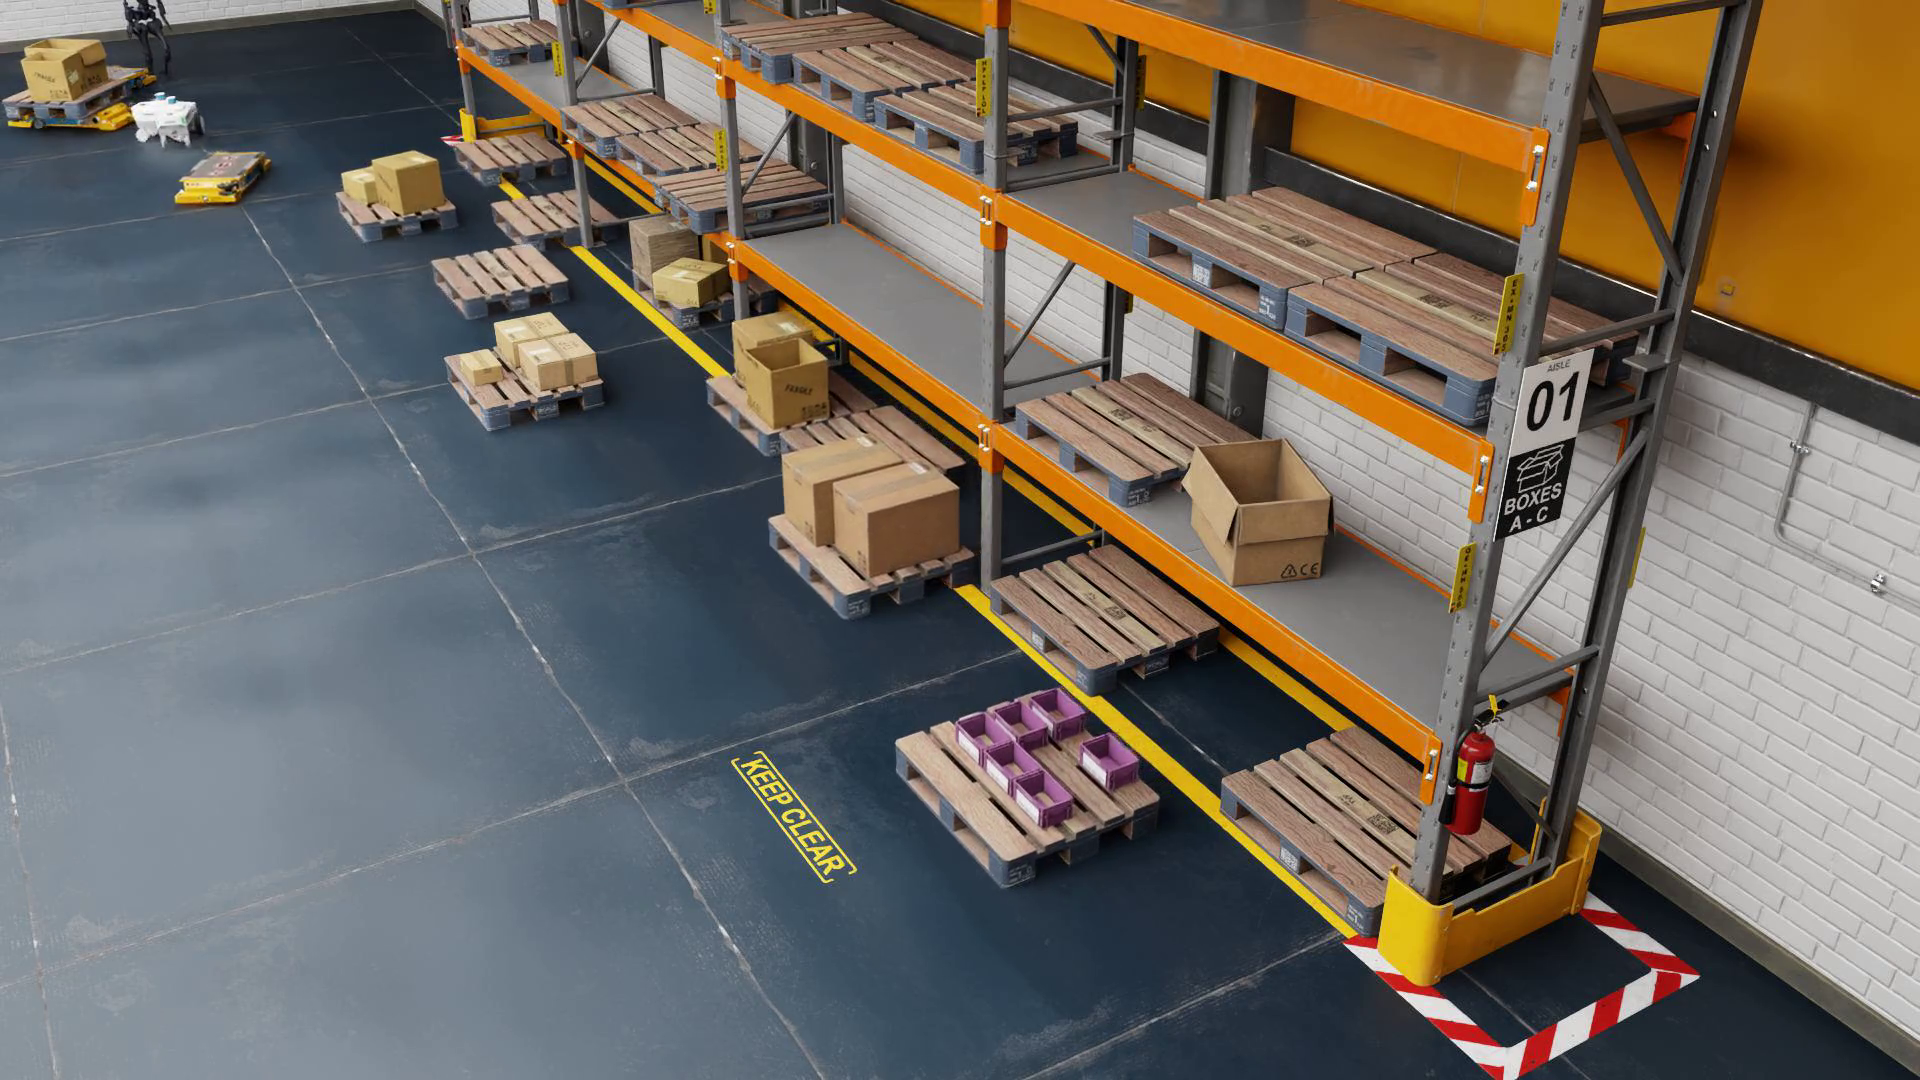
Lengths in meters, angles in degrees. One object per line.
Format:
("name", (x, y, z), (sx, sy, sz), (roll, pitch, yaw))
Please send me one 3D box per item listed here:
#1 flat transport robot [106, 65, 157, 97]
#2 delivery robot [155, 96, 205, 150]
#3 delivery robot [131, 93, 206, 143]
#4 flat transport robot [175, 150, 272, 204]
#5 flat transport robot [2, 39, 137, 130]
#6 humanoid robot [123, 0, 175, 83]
("flat transport robot", (-11.570, -6.129, 22.453), (0.659, 0.231, 1.431), (4, 30, 8))
("delivery robot", (-9.619, -5.153, 20.416), (0.499, 0.572, 0.747), (-7, 30, -12))
("delivery robot", (-9.794, -5.213, 20.562), (0.814, 0.612, 0.499), (1, 30, 1))
("flat transport robot", (-8.382, -4.142, 18.944), (0.659, 0.231, 1.431), (-2, 30, -4))
("flat transport robot", (-11.277, -5.419, 21.199), (1.431, 0.231, 0.659), (3, 30, 5))
("humanoid robot", (-11.135, -7.113, 22.762), (0.365, 1.642, 0.614), (19, 35, 30))
